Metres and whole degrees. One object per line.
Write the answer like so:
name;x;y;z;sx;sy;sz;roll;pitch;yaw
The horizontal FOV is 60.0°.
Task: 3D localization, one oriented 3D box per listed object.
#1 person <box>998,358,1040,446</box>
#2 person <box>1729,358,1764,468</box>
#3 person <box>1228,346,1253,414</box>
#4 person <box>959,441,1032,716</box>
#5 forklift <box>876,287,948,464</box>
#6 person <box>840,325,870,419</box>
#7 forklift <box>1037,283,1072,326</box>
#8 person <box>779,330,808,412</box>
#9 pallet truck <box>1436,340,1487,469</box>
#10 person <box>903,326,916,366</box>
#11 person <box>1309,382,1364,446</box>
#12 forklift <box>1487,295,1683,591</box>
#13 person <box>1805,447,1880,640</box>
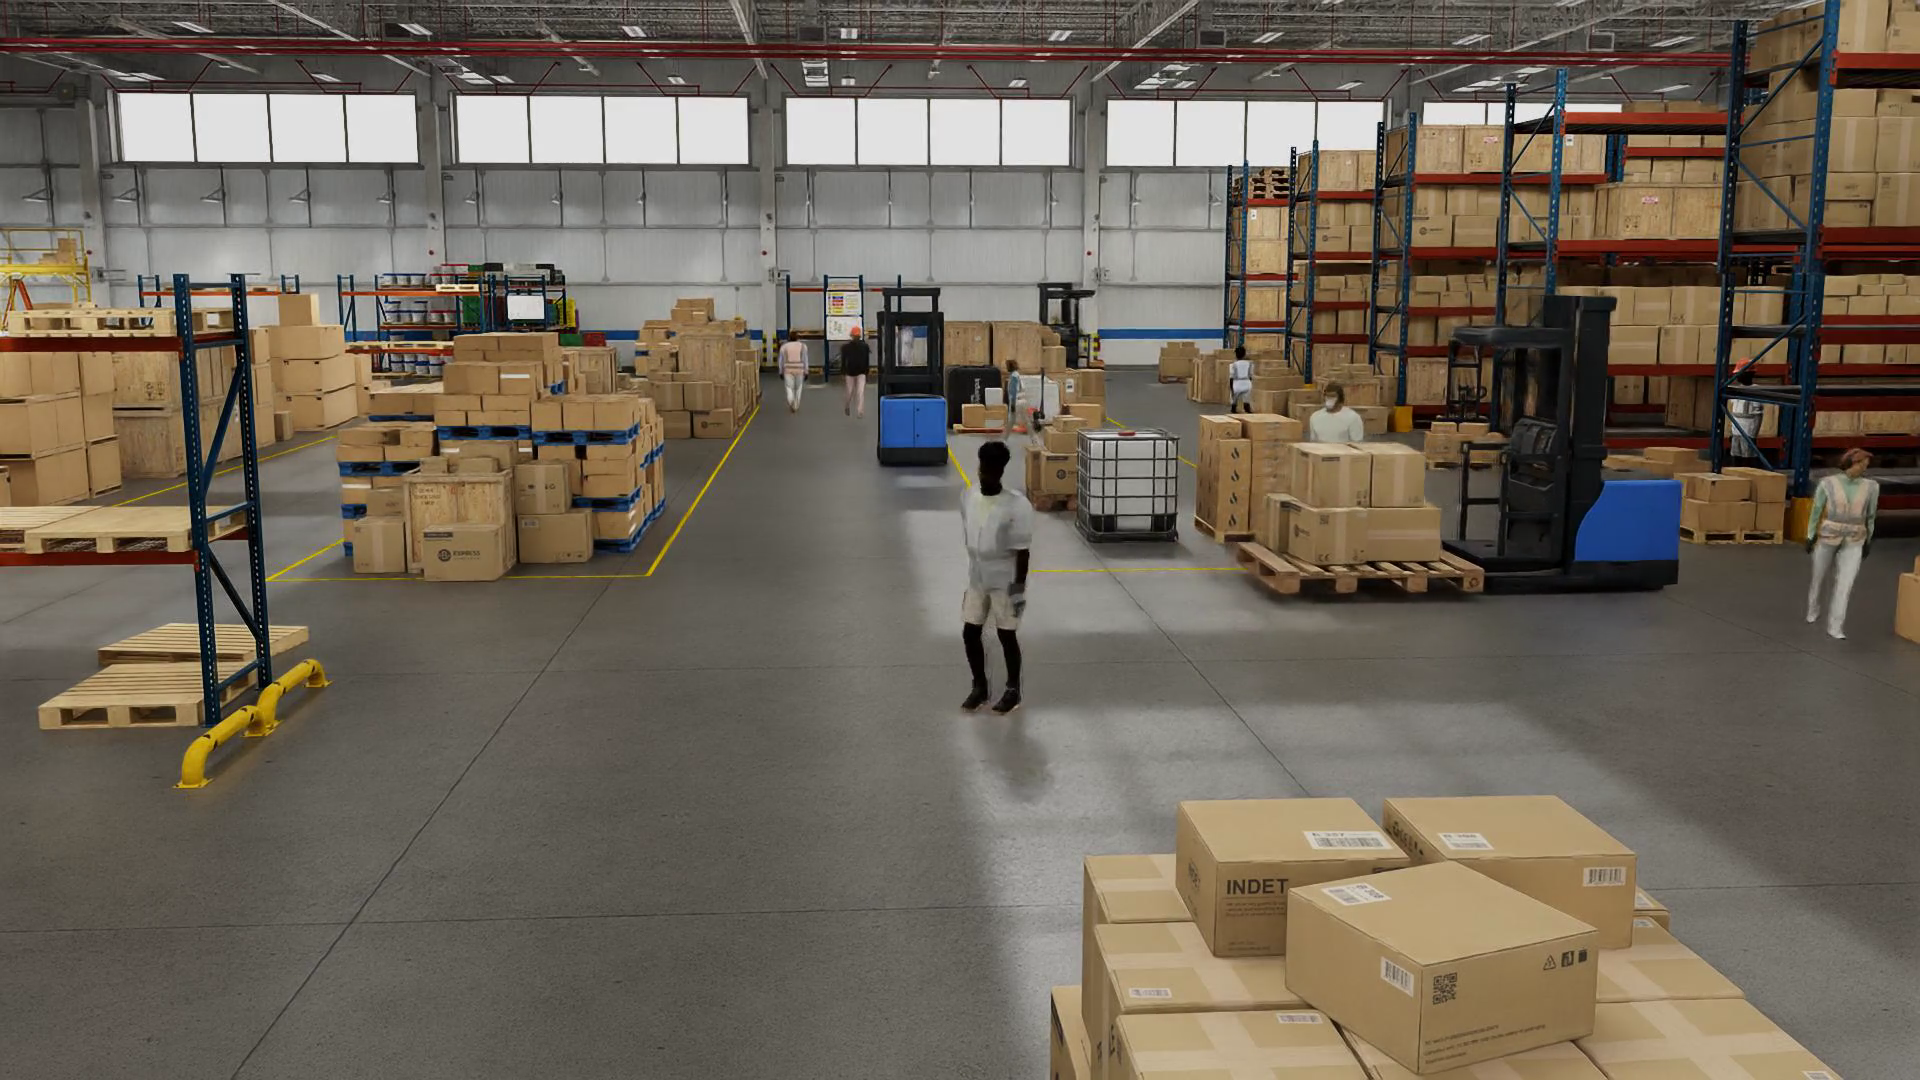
person;0.984;-2.359;28.890;0.876;1.592;0.570;1;9;4
person;10.297;-1.419;21.891;0.373;1.935;0.552;-1;9;-8
person;5.448;-2.916;32.174;0.528;1.659;0.873;-2;9;-10
person;0.262;0.269;11.322;0.622;1.920;0.595;6;11;35
forklift;-0.785;-2.690;26.919;1.129;2.768;1.873;-1;9;-4
person;-2.224;-3.542;35.097;0.627;1.978;0.703;-3;9;-16
forklift;2.498;-5.448;44.238;1.129;2.768;1.873;-6;11;-35
person;-3.645;-3.692;36.525;0.631;1.826;0.604;-2;9;-11
pallet truck;8.004;-2.170;26.422;0.823;1.965;1.885;2;9;14
person;-1.423;-4.841;43.469;0.749;1.912;0.550;-1;9;-5
person;4.083;-0.774;18.007;0.653;1.901;1.011;6;11;33
forklift;5.927;-0.970;16.123;1.873;2.768;1.129;-1;9;-4
person;7.433;-0.007;14.068;0.535;1.601;0.777;3;9;16
